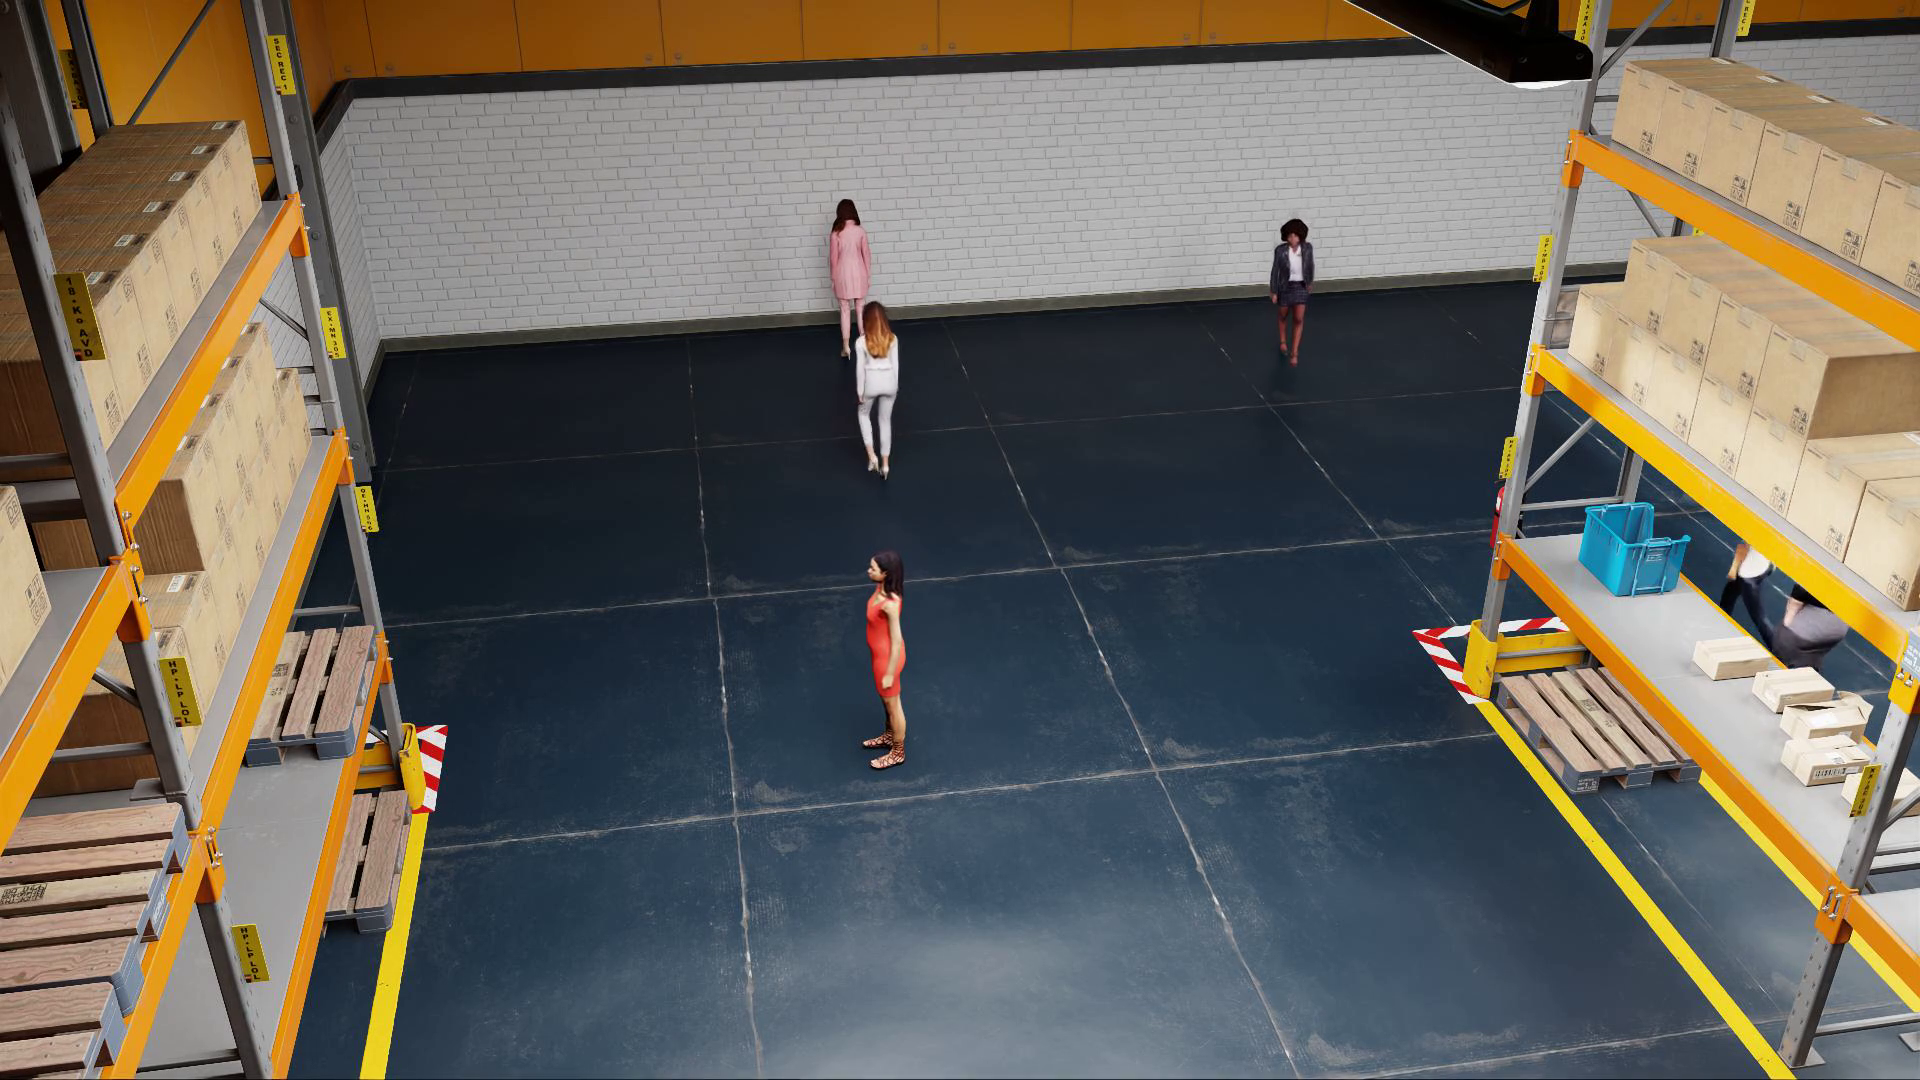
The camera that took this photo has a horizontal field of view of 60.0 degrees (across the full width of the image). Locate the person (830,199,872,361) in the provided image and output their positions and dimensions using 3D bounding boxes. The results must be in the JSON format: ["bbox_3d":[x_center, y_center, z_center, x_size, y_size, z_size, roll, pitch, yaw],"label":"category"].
[{"bbox_3d":[-1.206,-2.865,18.339,0.607,1.800,0.510,-5,29,-9],"label":"person"}]

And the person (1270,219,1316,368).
[{"bbox_3d":[3.660,-2.767,18.321,0.794,1.646,0.978,1,29,3],"label":"person"}]

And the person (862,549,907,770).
[{"bbox_3d":[-0.505,0.821,11.668,0.644,1.718,0.463,-5,29,-10],"label":"person"}]

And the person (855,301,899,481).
[{"bbox_3d":[-0.734,-1.359,15.626,0.620,1.755,0.633,-8,30,-15],"label":"person"}]
